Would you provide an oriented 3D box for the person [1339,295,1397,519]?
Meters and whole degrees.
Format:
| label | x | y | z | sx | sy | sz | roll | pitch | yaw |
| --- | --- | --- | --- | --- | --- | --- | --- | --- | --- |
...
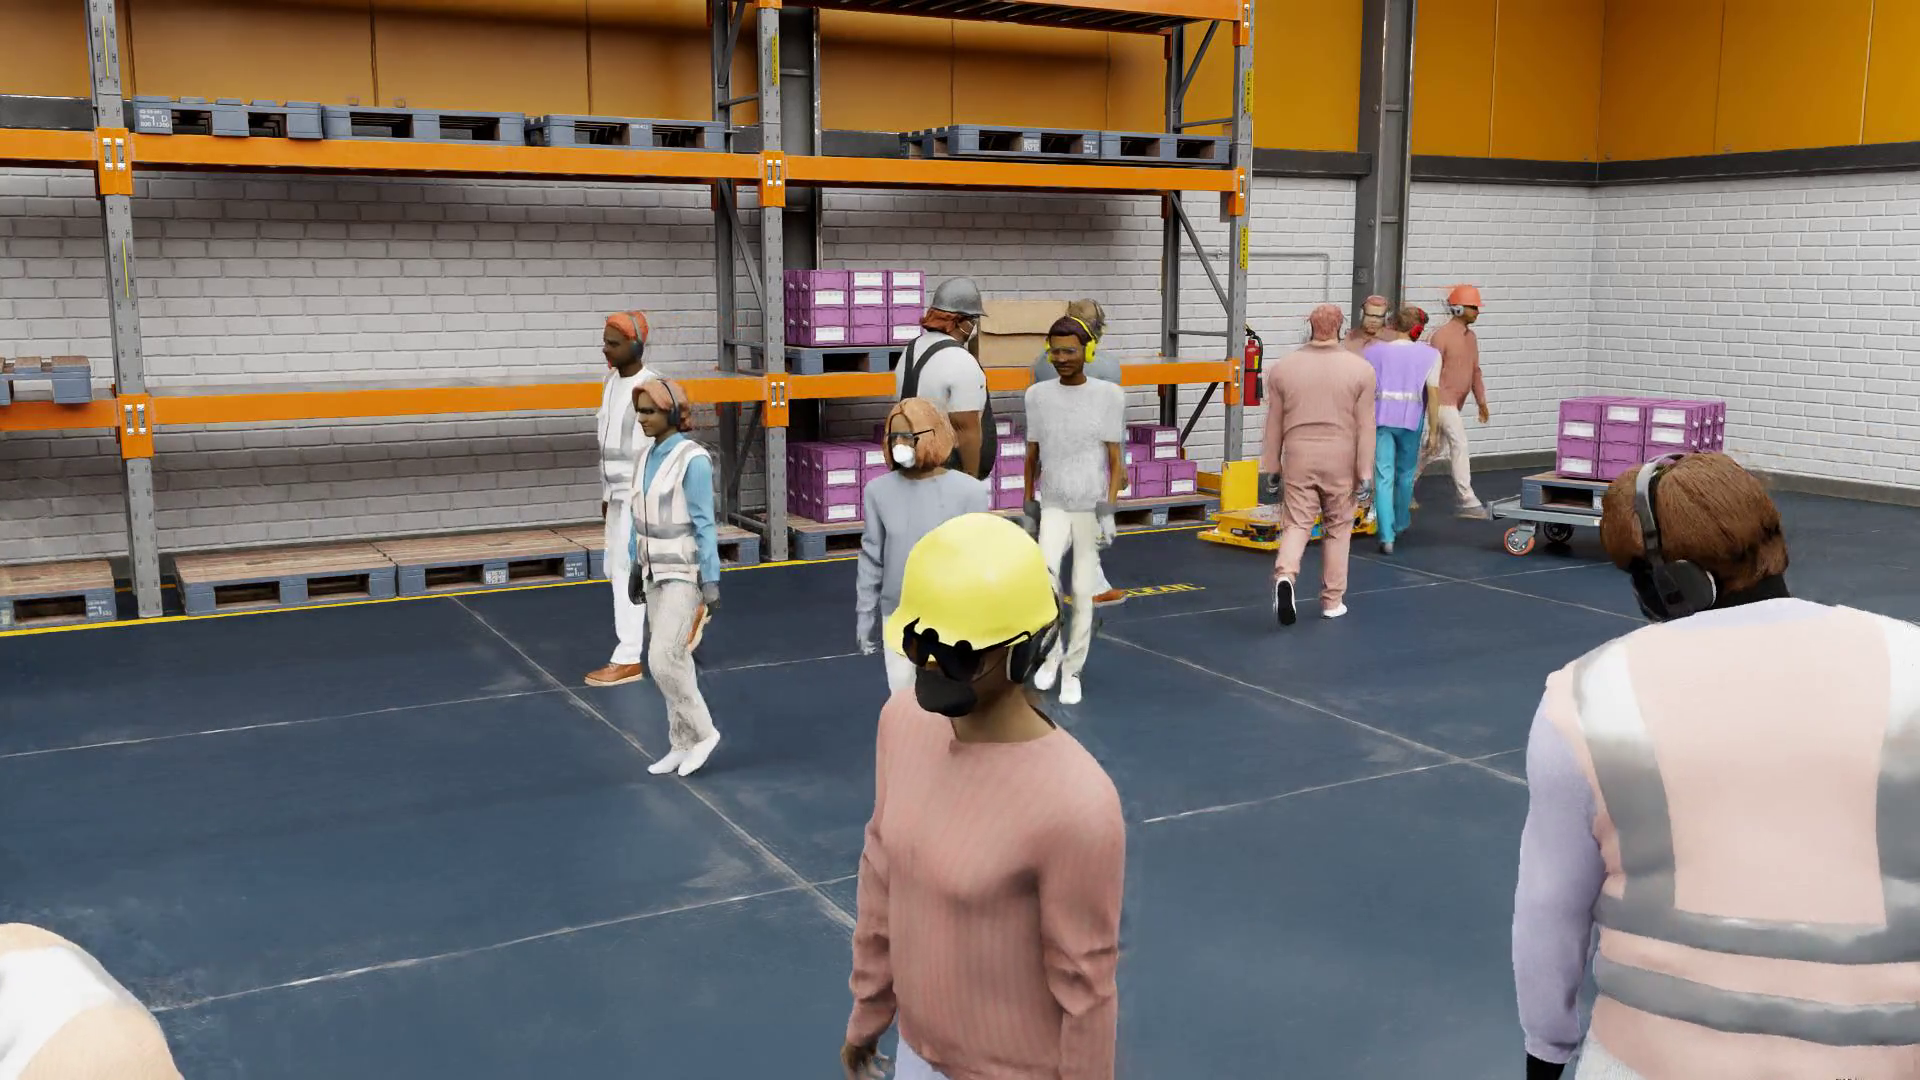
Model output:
| label | x | y | z | sx | sy | sz | roll | pitch | yaw |
| --- | --- | --- | --- | --- | --- | --- | --- | --- | --- |
| person | 3.312 | -1.034 | 13.392 | 0.628 | 1.869 | 0.940 | 8 | 12 | 40 |

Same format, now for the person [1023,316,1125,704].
| label | x | y | z | sx | sy | sz | roll | pitch | yaw |
| --- | --- | --- | --- | --- | --- | --- | --- | --- | --- |
| person | 0.524 | -0.129 | 7.871 | 0.492 | 1.848 | 0.412 | 2 | 10 | 11 |

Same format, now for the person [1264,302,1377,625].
| label | x | y | z | sx | sy | sz | roll | pitch | yaw |
| --- | --- | --- | --- | --- | --- | --- | --- | --- | --- |
| person | 2.066 | -0.429 | 9.615 | 0.645 | 1.877 | 0.786 | 4 | 10 | 24 |

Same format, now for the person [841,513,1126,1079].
| label | x | y | z | sx | sy | sz | roll | pitch | yaw |
| --- | --- | --- | --- | --- | --- | --- | --- | --- | --- |
| person | 0.102 | 0.787 | 2.591 | 0.678 | 1.732 | 0.547 | -6 | 11 | -34 |

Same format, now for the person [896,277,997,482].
| label | x | y | z | sx | sy | sz | roll | pitch | yaw |
| --- | --- | --- | --- | --- | --- | --- | --- | --- | --- |
| person | -0.059 | -0.397 | 8.898 | 0.543 | 2.000 | 0.698 | -6 | 11 | -31 |

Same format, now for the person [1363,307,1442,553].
| label | x | y | z | sx | sy | sz | roll | pitch | yaw |
| --- | --- | --- | --- | --- | --- | --- | --- | --- | --- |
| person | 3.230 | -0.822 | 12.273 | 0.596 | 1.772 | 0.990 | 3 | 10 | 17 |

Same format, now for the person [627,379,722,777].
| label | x | y | z | sx | sy | sz | roll | pitch | yaw |
| --- | --- | --- | --- | --- | --- | --- | --- | --- | --- |
| person | -1.180 | 0.163 | 6.724 | 0.375 | 1.623 | 0.548 | -7 | 12 | -38 |

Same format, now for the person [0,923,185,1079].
| label | x | y | z | sx | sy | sz | roll | pitch | yaw |
| --- | --- | --- | --- | --- | --- | --- | --- | --- | --- |
| person | -0.885 | 0.928 | 1.227 | 0.623 | 1.896 | 0.828 | 5 | 11 | 28 |

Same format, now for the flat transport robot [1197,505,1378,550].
| label | x | y | z | sx | sy | sz | roll | pitch | yaw |
| --- | --- | --- | --- | --- | --- | --- | --- | --- | --- |
| flat transport robot | 2.521 | -0.126 | 12.624 | 1.431 | 0.197 | 0.652 | -8 | 12 | -40 |

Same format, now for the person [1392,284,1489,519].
| label | x | y | z | sx | sy | sz | roll | pitch | yaw |
| --- | --- | --- | --- | --- | --- | --- | --- | --- | --- |
| person | 4.062 | -1.172 | 13.963 | 1.034 | 1.943 | 0.640 | 8 | 12 | 40 |

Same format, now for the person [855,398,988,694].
| label | x | y | z | sx | sy | sz | roll | pitch | yaw |
| --- | --- | --- | --- | --- | --- | --- | --- | --- | --- |
| person | -0.146 | 0.304 | 5.917 | 0.525 | 1.613 | 0.366 | 5 | 10 | 27 |

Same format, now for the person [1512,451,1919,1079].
| label | x | y | z | sx | sy | sz | roll | pitch | yaw |
| --- | --- | --- | --- | --- | --- | --- | --- | --- | --- |
| person | 1.162 | 0.777 | 2.480 | 0.689 | 1.810 | 0.455 | 3 | 10 | 20 |

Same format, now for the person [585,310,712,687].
| label | x | y | z | sx | sy | sz | roll | pitch | yaw |
| --- | --- | --- | --- | --- | --- | --- | --- | --- | --- |
| person | -1.570 | -0.216 | 8.313 | 0.647 | 1.868 | 0.584 | -6 | 11 | -33 |

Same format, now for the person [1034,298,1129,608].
| label | x | y | z | sx | sy | sz | roll | pitch | yaw |
| --- | --- | --- | --- | --- | --- | --- | --- | --- | --- |
| person | 0.646 | -0.481 | 9.846 | 0.984 | 1.900 | 0.650 | -8 | 12 | -40 |
